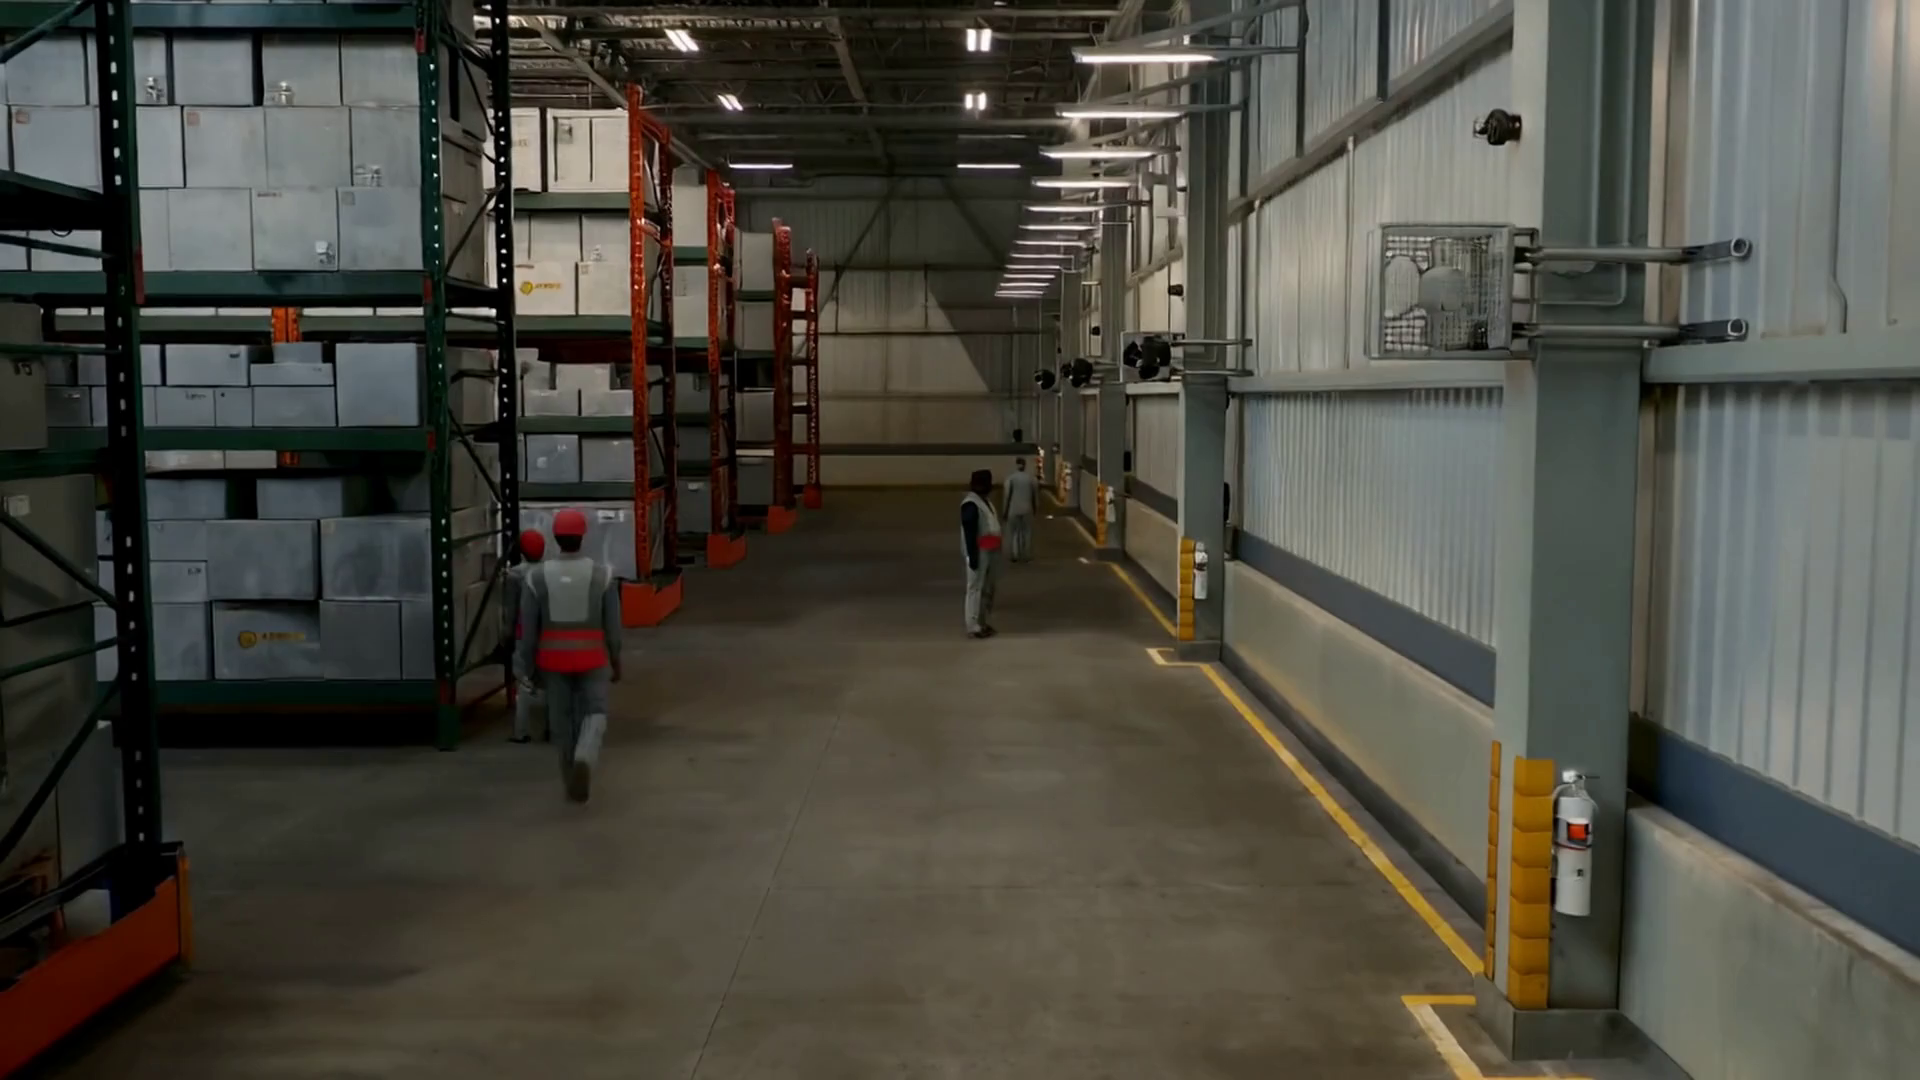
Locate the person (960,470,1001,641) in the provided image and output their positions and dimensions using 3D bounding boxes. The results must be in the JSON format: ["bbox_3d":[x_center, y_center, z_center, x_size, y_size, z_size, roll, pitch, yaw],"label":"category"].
[{"bbox_3d":[0.232,0.163,17.997,0.429,1.845,0.622,1,5,16],"label":"person"}]

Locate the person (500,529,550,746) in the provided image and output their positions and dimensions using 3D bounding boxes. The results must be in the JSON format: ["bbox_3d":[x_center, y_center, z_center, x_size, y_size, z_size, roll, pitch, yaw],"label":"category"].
[{"bbox_3d":[-3.224,0.735,12.544,0.314,1.633,0.522,5,7,43],"label":"person"}]

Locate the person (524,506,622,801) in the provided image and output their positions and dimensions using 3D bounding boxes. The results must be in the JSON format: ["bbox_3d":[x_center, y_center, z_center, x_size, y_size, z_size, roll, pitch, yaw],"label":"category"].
[{"bbox_3d":[-2.493,0.748,10.681,0.620,1.931,0.625,0,5,-3],"label":"person"}]

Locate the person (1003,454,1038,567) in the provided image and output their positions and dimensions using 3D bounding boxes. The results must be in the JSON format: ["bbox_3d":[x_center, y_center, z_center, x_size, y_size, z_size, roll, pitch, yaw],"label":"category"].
[{"bbox_3d":[0.927,-0.458,25.764,0.560,1.748,0.330,-1,5,-16],"label":"person"}]
